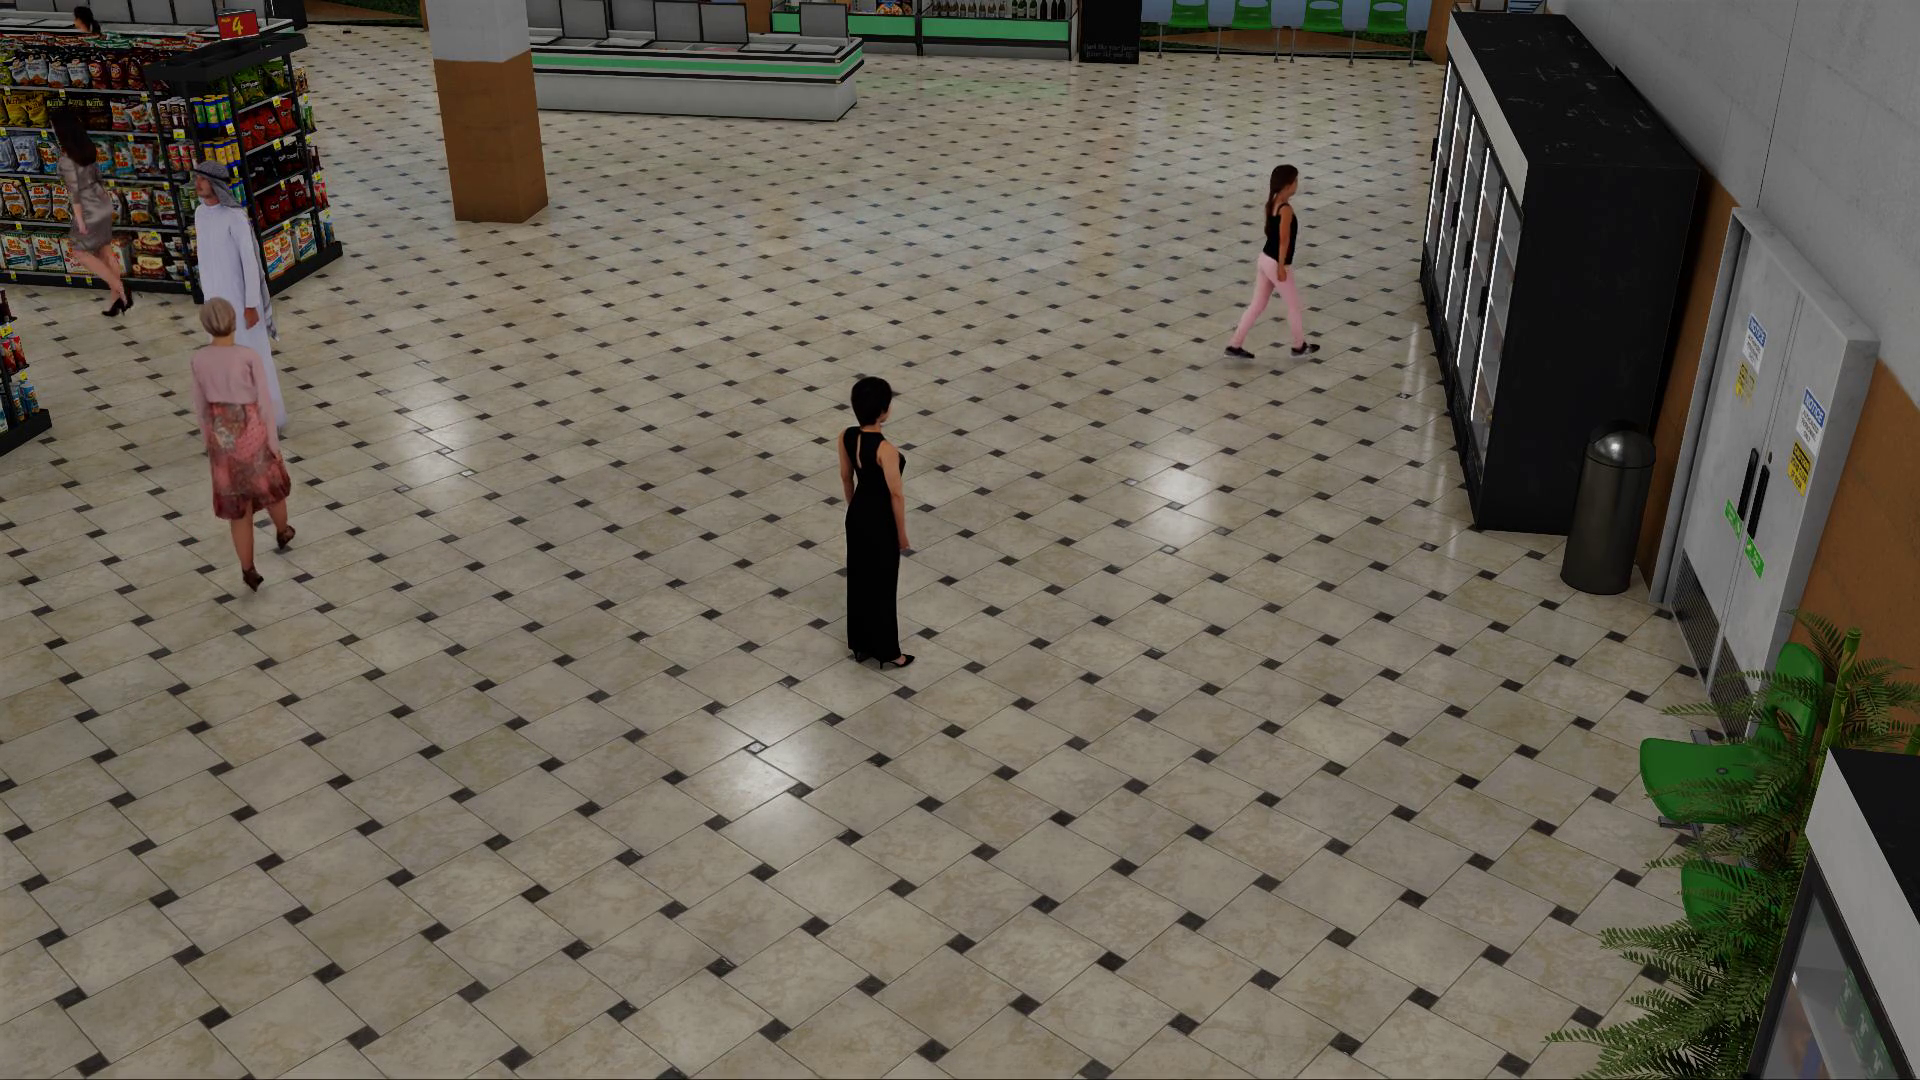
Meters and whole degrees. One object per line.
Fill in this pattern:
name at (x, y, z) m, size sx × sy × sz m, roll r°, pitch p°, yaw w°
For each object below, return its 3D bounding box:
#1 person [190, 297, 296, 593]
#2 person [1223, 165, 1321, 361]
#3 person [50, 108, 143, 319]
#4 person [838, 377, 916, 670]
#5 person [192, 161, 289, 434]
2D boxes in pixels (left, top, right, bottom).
person at (-4.072, -0.494, 9.397) m, size 1.081 × 1.641 × 0.919 m, roll -5°, pitch 27°, yaw -11°
person at (2.321, -2.045, 12.583) m, size 1.088 × 1.525 × 0.876 m, roll -9°, pitch 28°, yaw -17°
person at (-6.965, -2.624, 13.493) m, size 0.680 × 1.735 × 0.590 m, roll 4°, pitch 27°, yaw 7°
person at (-0.454, -0.076, 8.610) m, size 0.619 × 1.608 × 0.719 m, roll 23°, pitch 35°, yaw 38°
person at (-4.942, -1.627, 11.319) m, size 0.705 × 1.923 × 0.828 m, roll 15°, pitch 31°, yaw 27°
